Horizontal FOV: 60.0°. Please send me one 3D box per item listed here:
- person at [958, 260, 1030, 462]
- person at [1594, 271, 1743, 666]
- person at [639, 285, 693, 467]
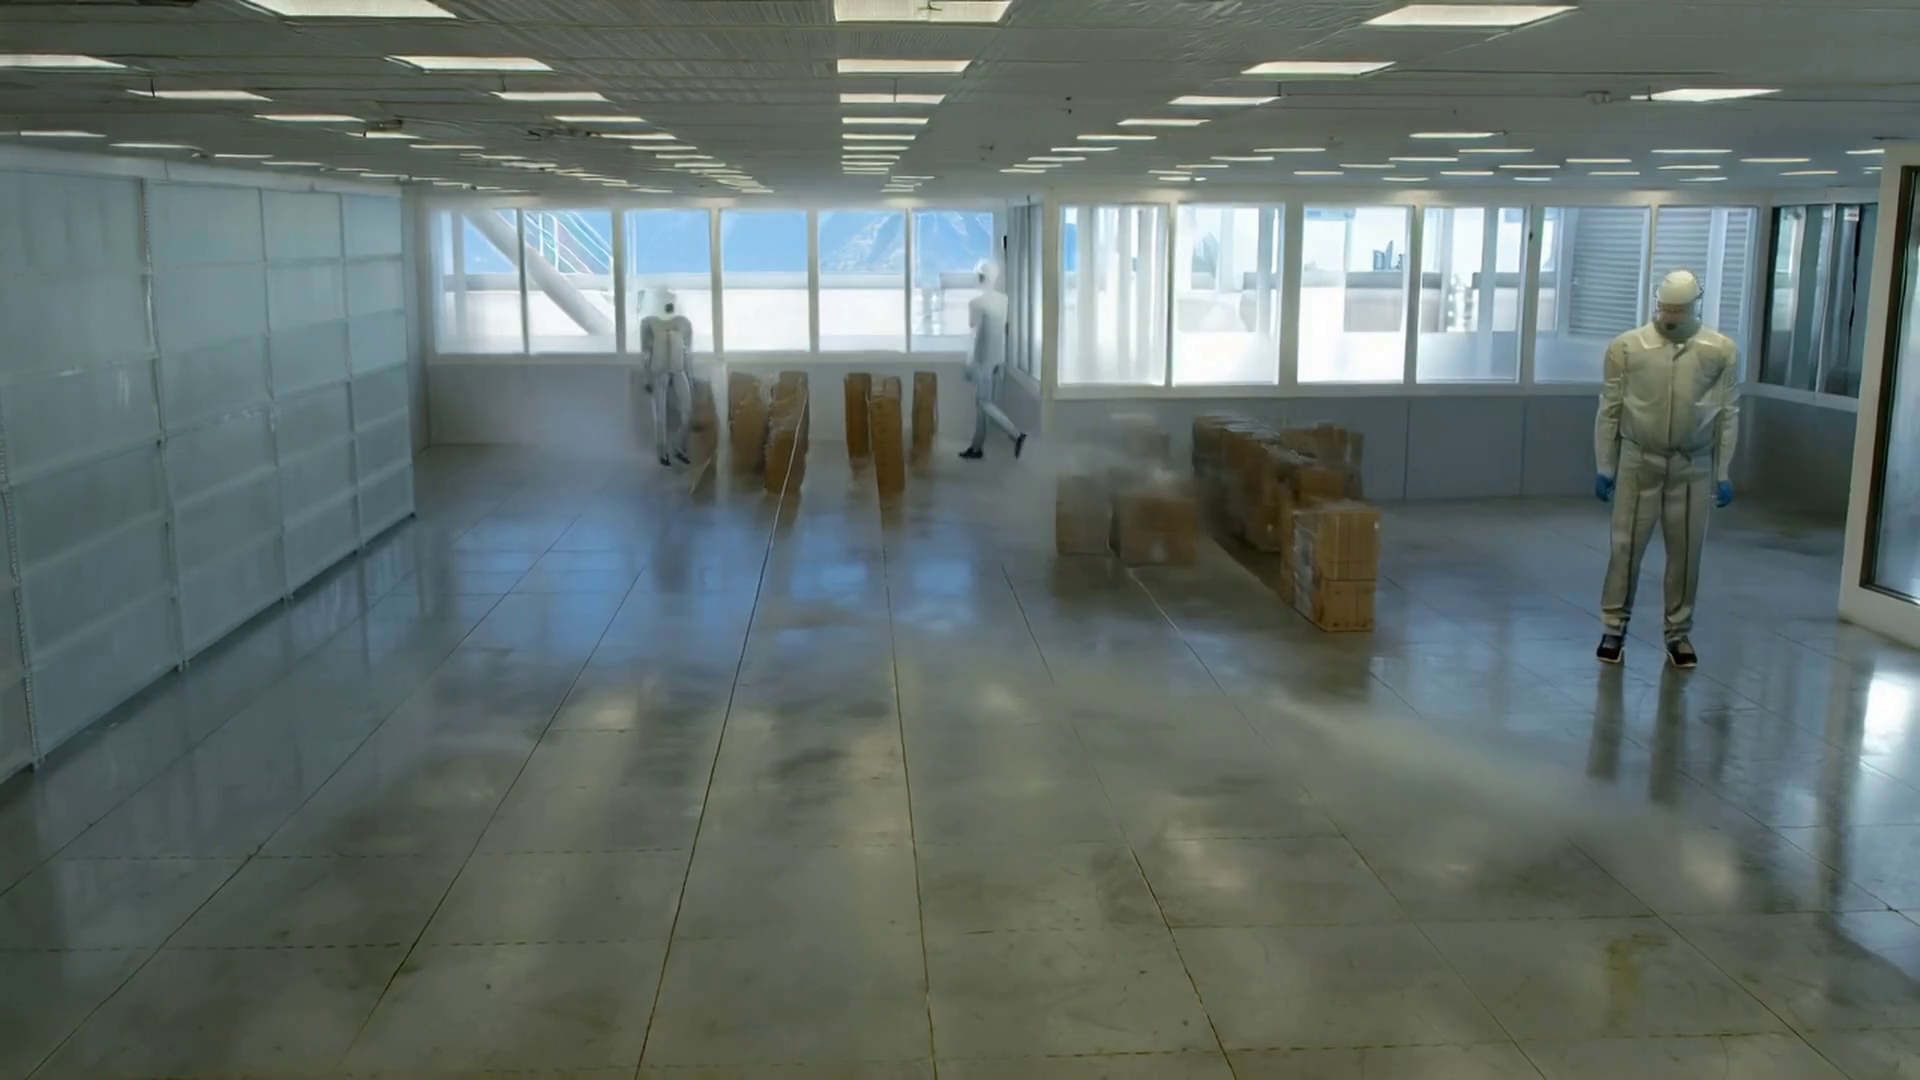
[{"bbox_3d":[0.308,-1.611,15.089,0.805,1.844,0.503,9,14,40],"label":"person"},{"bbox_3d":[3.399,-0.336,8.019,0.652,1.899,0.403,3,11,15],"label":"person"},{"bbox_3d":[-2.582,-1.436,14.715,0.508,1.616,0.417,-6,12,-31],"label":"person"}]
